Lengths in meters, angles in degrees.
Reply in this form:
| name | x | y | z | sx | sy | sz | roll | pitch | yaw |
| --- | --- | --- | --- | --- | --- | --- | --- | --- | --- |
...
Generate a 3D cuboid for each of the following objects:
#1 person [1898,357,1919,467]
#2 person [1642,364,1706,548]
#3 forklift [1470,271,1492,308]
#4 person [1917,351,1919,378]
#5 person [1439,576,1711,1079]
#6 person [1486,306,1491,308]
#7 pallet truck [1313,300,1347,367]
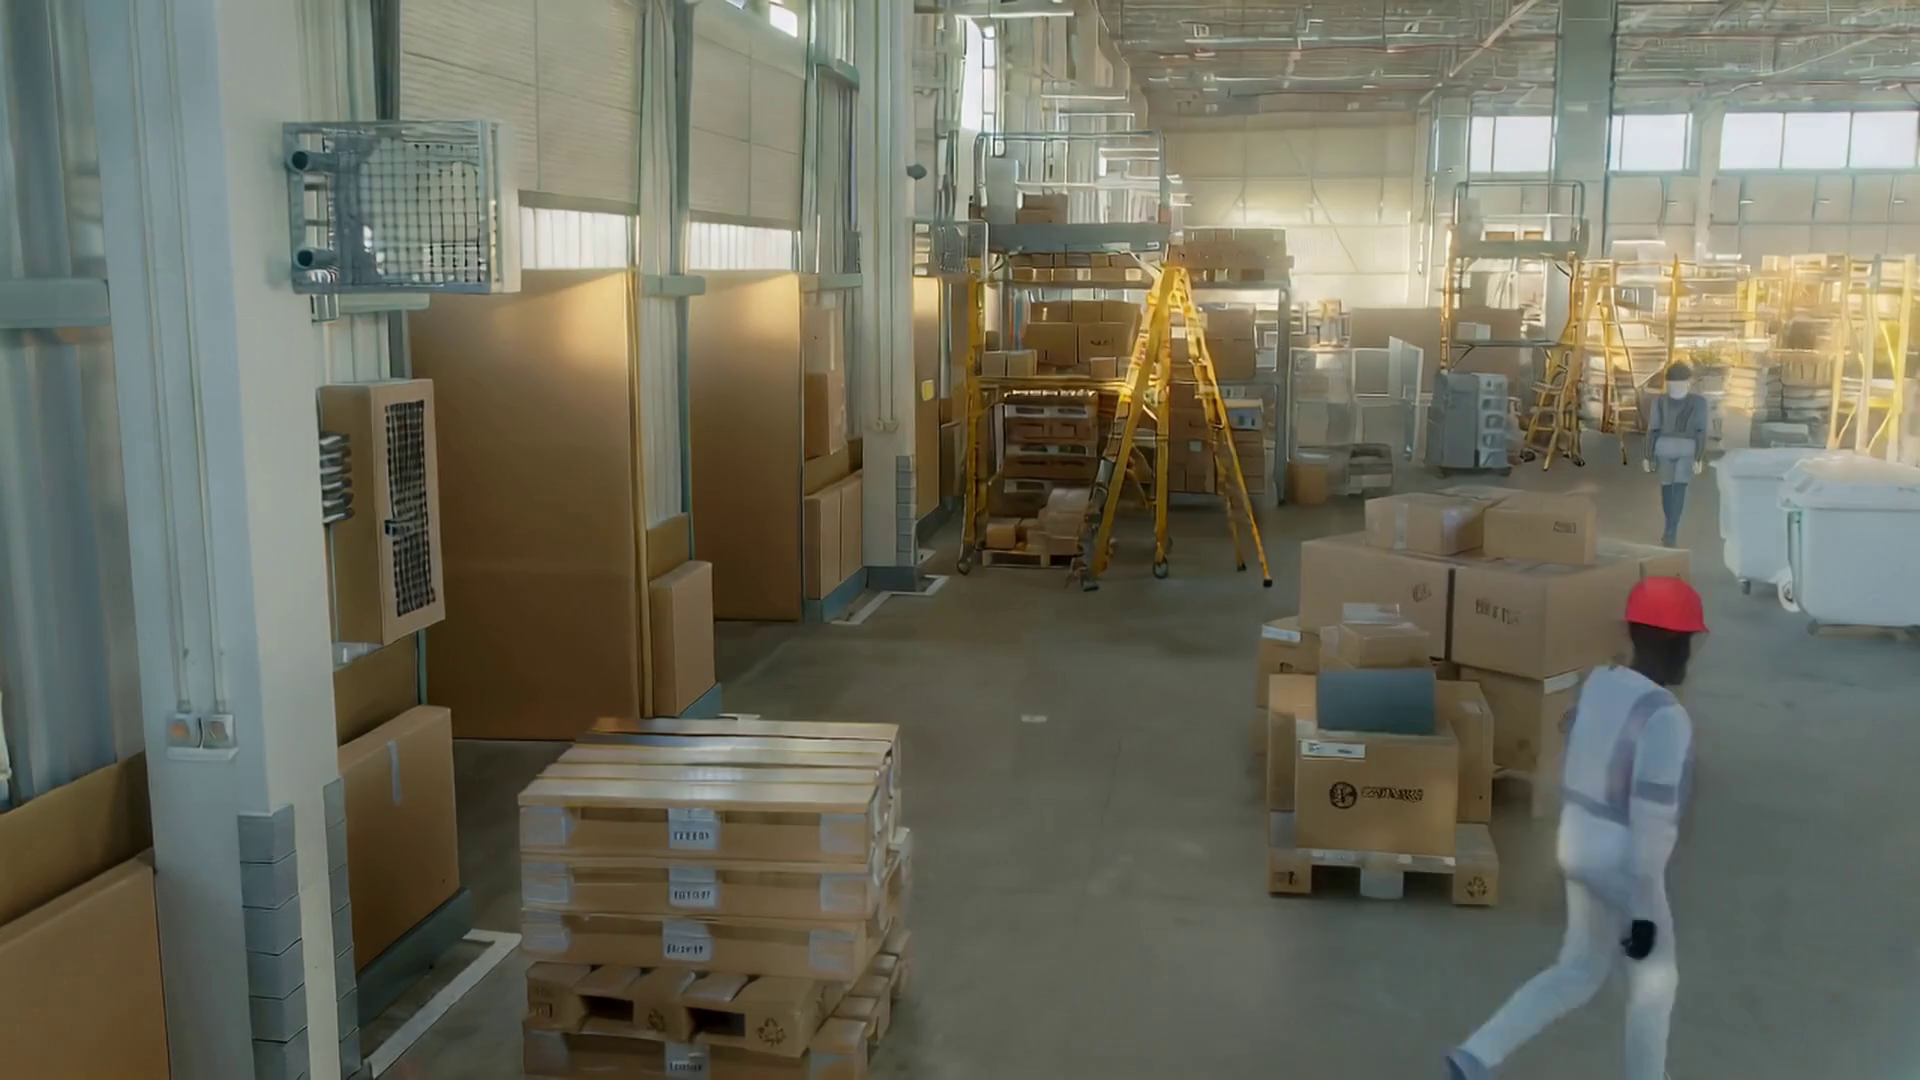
| name | x | y | z | sx | sy | sz | roll | pitch | yaw |
| --- | --- | --- | --- | --- | --- | --- | --- | --- | --- |
| person | 11.295 | -1.253 | 19.482 | 0.458 | 1.908 | 0.605 | -4 | 10 | -24 |
| person | 7.356 | -0.870 | 17.186 | 0.568 | 1.882 | 0.988 | 6 | 11 | 33 |
| forklift | 12.959 | -5.334 | 41.665 | 1.873 | 2.768 | 1.129 | 1 | 9 | 9 |
| person | 15.513 | -2.340 | 26.730 | 0.323 | 1.736 | 0.488 | 5 | 10 | 26 |
| person | 2.043 | 1.048 | 5.393 | 0.813 | 1.885 | 0.630 | -2 | 9 | -11 |
| person | 17.309 | -6.835 | 54.562 | 0.533 | 1.697 | 0.318 | -7 | 11 | -35 |
| pallet truck | 11.159 | -6.200 | 49.718 | 0.823 | 1.965 | 1.885 | 4 | 10 | 26 |
